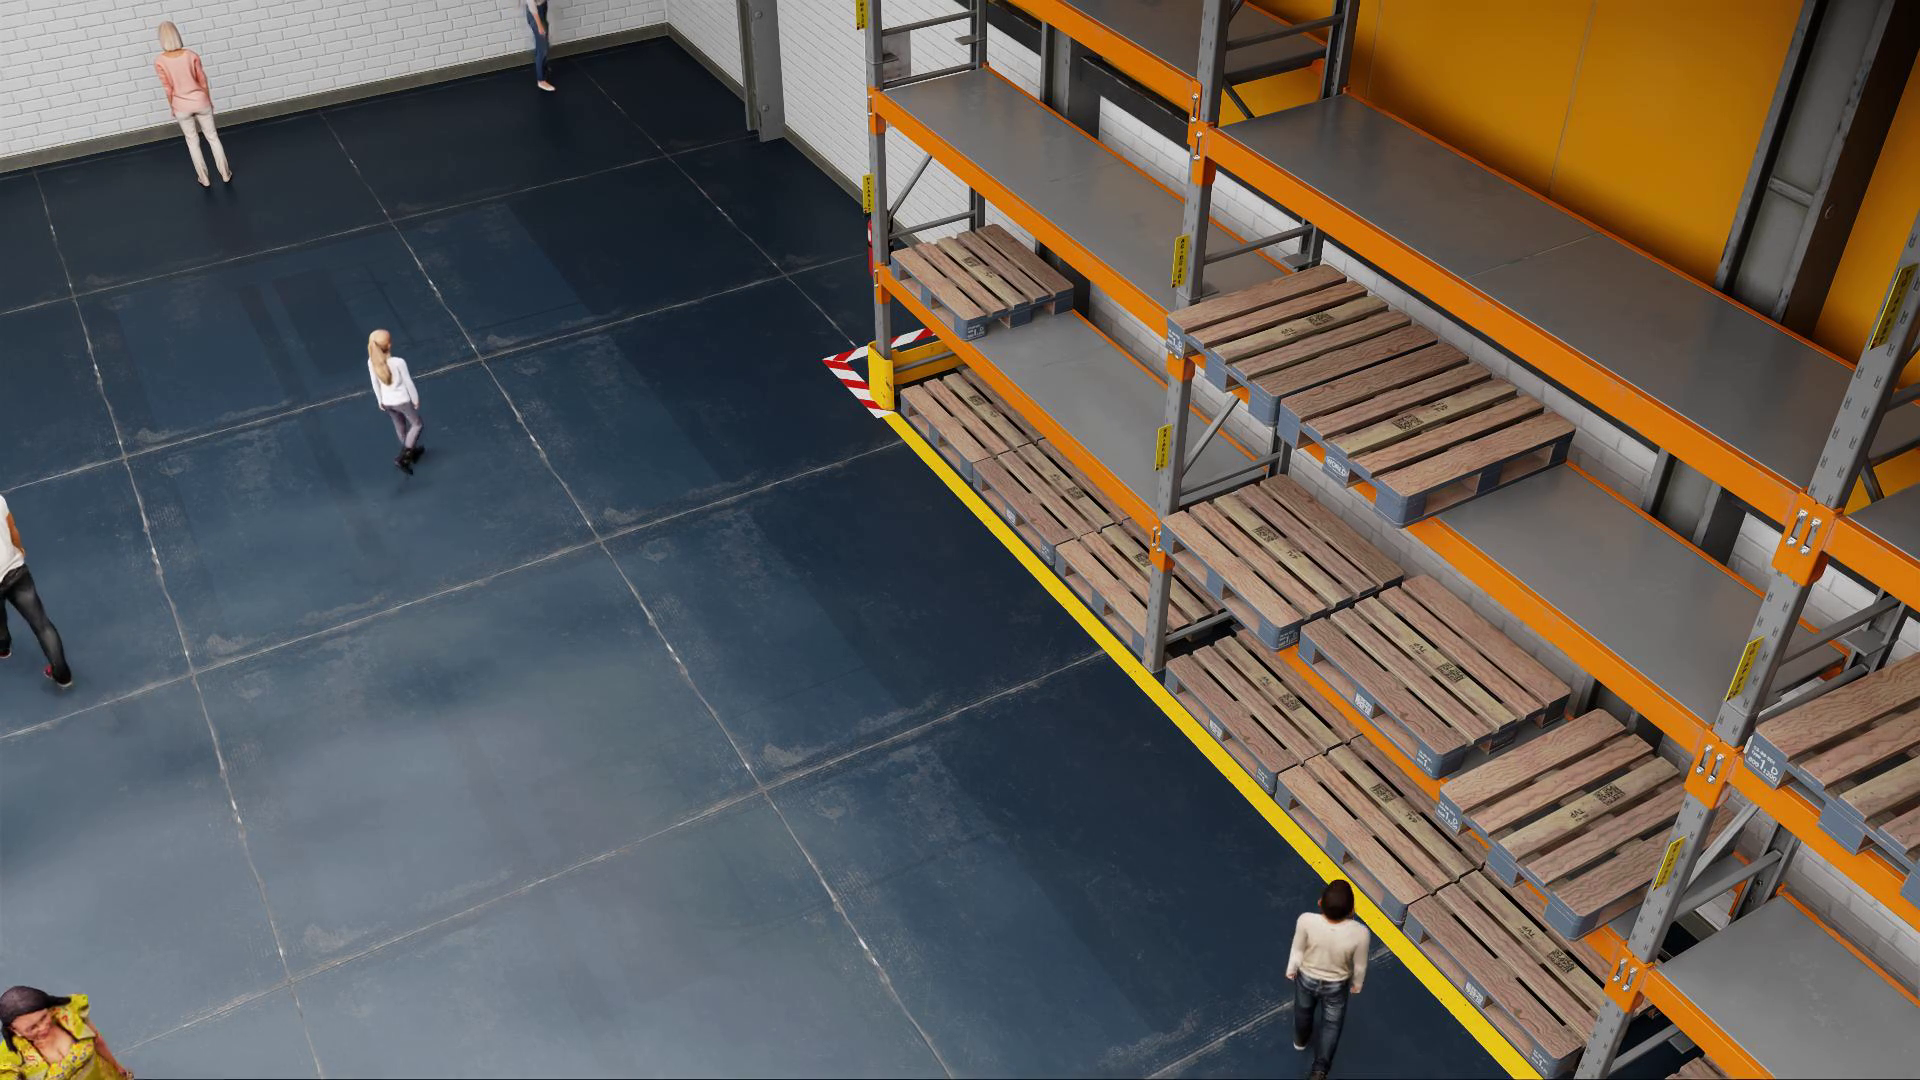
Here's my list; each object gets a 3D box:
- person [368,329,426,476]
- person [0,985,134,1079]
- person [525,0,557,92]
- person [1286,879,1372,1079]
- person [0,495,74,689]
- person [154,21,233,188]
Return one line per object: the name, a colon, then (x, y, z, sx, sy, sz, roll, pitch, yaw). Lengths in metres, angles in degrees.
person: (-4.469, -1.073, 13.155, 0.735, 1.271, 0.806, 8, 39, 10)
person: (-4.389, 2.686, 8.155, 1.307, 1.637, 1.190, 15, 41, 18)
person: (-4.831, -5.983, 18.962, 0.917, 1.696, 0.678, -9, 39, -11)
person: (1.897, 2.346, 8.733, 0.886, 1.447, 0.939, 10, 40, 12)
person: (-6.345, 0.274, 11.076, 1.220, 1.760, 0.976, 23, 44, 26)
person: (-7.885, -4.471, 17.046, 0.600, 1.724, 0.511, -19, 42, -22)
